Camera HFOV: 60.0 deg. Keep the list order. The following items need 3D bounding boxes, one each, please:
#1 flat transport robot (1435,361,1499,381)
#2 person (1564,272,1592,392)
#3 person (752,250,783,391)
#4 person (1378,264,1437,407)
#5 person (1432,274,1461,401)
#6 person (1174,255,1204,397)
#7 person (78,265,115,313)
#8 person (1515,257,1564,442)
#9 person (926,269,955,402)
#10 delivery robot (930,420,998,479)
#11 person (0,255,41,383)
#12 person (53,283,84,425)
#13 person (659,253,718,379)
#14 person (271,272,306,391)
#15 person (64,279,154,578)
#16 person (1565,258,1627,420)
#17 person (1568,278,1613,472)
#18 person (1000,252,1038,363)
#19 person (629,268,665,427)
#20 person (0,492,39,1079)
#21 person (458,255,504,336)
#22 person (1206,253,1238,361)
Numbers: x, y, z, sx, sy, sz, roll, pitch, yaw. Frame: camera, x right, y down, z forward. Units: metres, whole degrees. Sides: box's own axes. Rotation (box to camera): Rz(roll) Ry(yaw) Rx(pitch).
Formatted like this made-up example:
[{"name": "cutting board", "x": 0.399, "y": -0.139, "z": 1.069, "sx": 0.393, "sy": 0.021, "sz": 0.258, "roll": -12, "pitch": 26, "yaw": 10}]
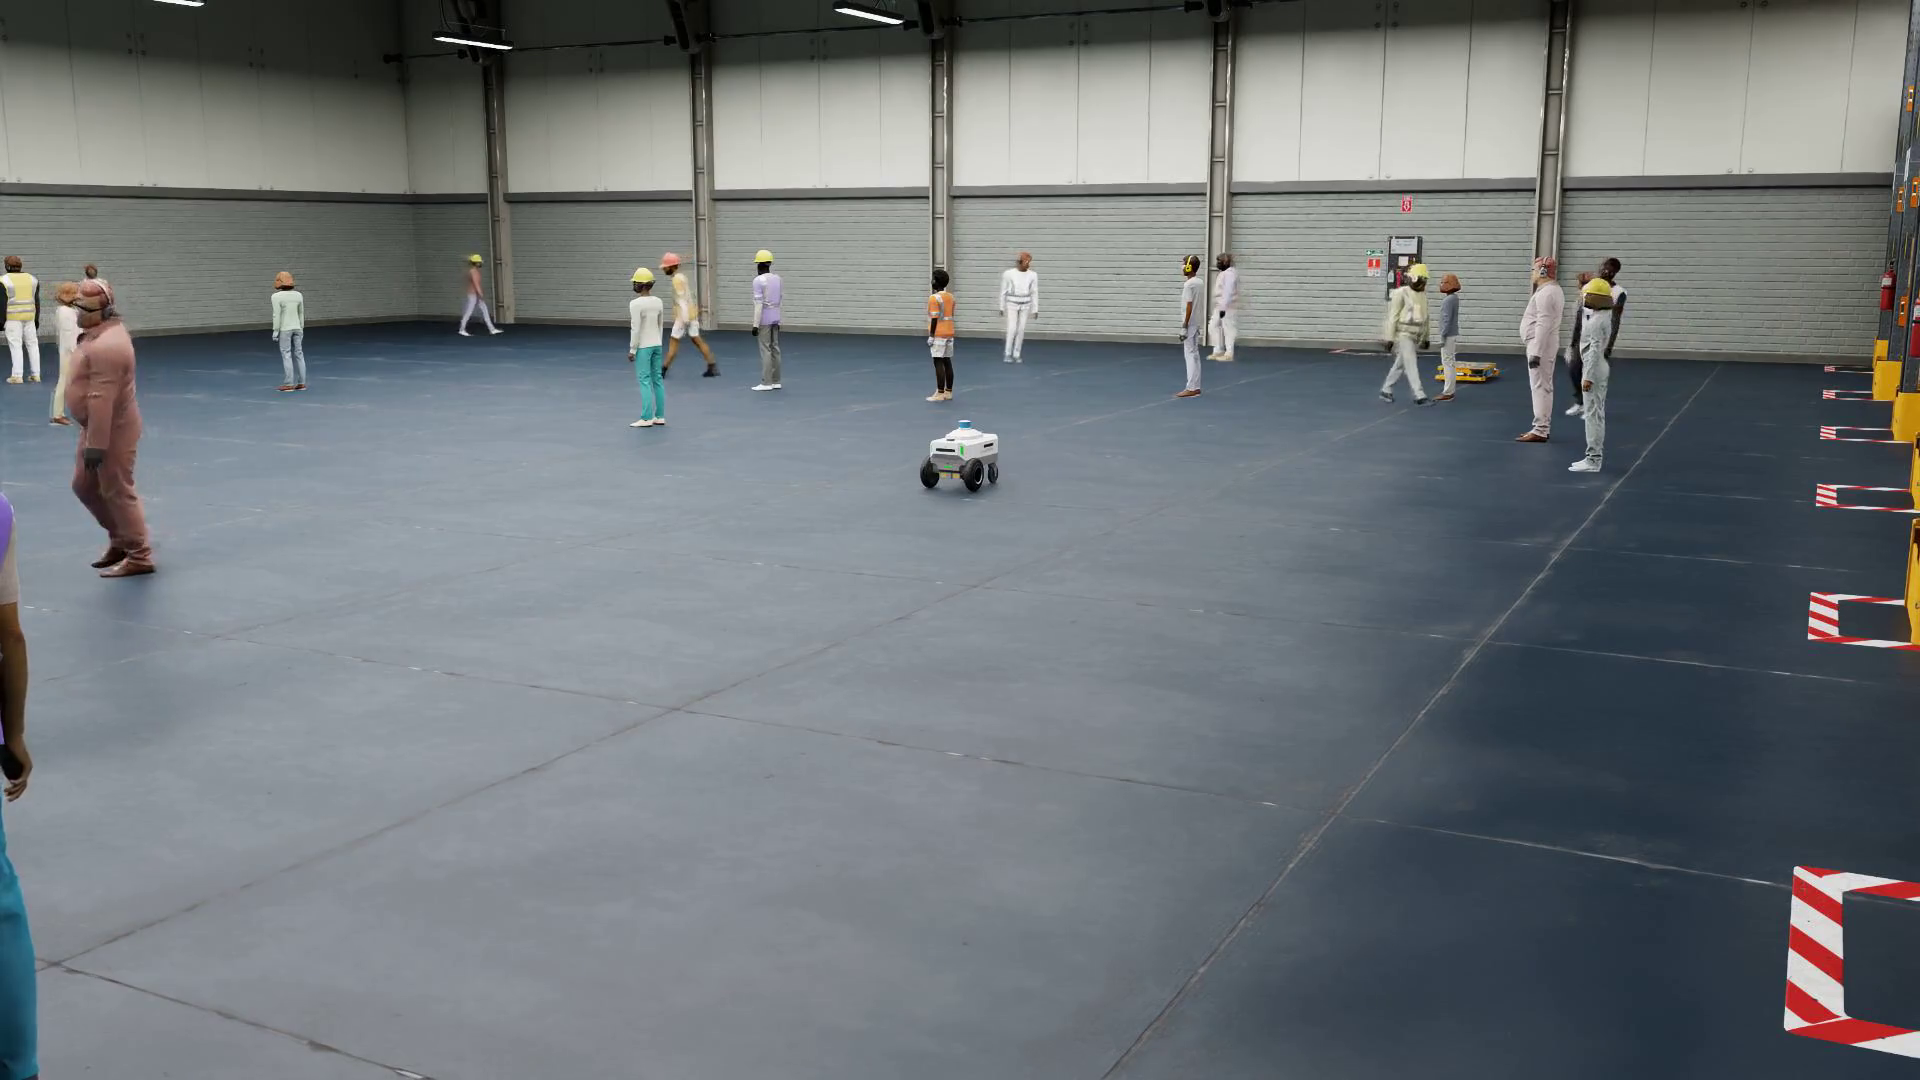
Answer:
[{"name": "flat transport robot", "x": 7.513, "y": -2.500, "z": 24.596, "sx": 0.652, "sy": 0.197, "sz": 1.431, "roll": 5, "pitch": 12, "yaw": 27}, {"name": "person", "x": 8.411, "y": -2.798, "z": 22.506, "sx": 0.369, "sy": 1.624, "sz": 0.528, "roll": 7, "pitch": 13, "yaw": 34}, {"name": "person", "x": -2.670, "y": -3.017, "z": 22.893, "sx": 0.366, "sy": 1.926, "sz": 0.593, "roll": 5, "pitch": 12, "yaw": 27}, {"name": "person", "x": 5.662, "y": -2.582, "z": 20.951, "sx": 0.608, "sy": 1.777, "sz": 0.957, "roll": -8, "pitch": 13, "yaw": -36}, {"name": "person", "x": 6.305, "y": -2.618, "z": 21.519, "sx": 0.279, "sy": 1.633, "sz": 0.506, "roll": 5, "pitch": 12, "yaw": 27}, {"name": "person", "x": 3.036, "y": -2.816, "z": 21.982, "sx": 0.322, "sy": 1.861, "sz": 0.531, "roll": 5, "pitch": 12, "yaw": 27}, {"name": "person", "x": -15.648, "y": -4.179, "z": 30.137, "sx": 0.525, "sy": 1.592, "sz": 0.859, "roll": -8, "pitch": 13, "yaw": -36}, {"name": "person", "x": 5.996, "y": -1.965, "z": 17.213, "sx": 0.409, "sy": 1.907, "sz": 0.650, "roll": 5, "pitch": 12, "yaw": 27}, {"name": "person", "x": -0.252, "y": -2.611, "z": 21.298, "sx": 0.316, "sy": 1.700, "sz": 0.540, "roll": 5, "pitch": 12, "yaw": 27}, {"name": "delivery robot", "x": 0.040, "y": -0.773, "z": 14.149, "sx": 0.477, "sy": 0.478, "sz": 0.707, "roll": 5, "pitch": 12, "yaw": 27}, {"name": "person", "x": -13.649, "y": -3.196, "z": 24.107, "sx": 0.429, "sy": 1.843, "sz": 0.632, "roll": 5, "pitch": 12, "yaw": 27}, {"name": "person", "x": -9.873, "y": -2.089, "z": 18.737, "sx": 0.825, "sy": 1.596, "sz": 0.523, "roll": -2, "pitch": 11, "yaw": -9}, {"name": "person", "x": -4.144, "y": -3.329, "z": 24.814, "sx": 1.066, "sy": 1.862, "sz": 0.616, "roll": -1, "pitch": 10, "yaw": -3}, {"name": "person", "x": -9.221, "y": -2.860, "z": 22.837, "sx": 0.279, "sy": 1.633, "sz": 0.506, "roll": 5, "pitch": 12, "yaw": 27}, {"name": "person", "x": -5.272, "y": -0.670, "z": 10.271, "sx": 0.433, "sy": 1.870, "sz": 0.746, "roll": -7, "pitch": 13, "yaw": -34}, {"name": "person", "x": 7.348, "y": -2.307, "z": 19.188, "sx": 0.395, "sy": 1.865, "sz": 0.707, "roll": -6, "pitch": 12, "yaw": -30}, {"name": "person", "x": 5.726, "y": -1.491, "z": 15.066, "sx": 0.285, "sy": 1.746, "sz": 0.492, "roll": 5, "pitch": 12, "yaw": 27}, {"name": "person", "x": 0.987, "y": -3.853, "z": 27.653, "sx": 0.596, "sy": 1.848, "sz": 0.518, "roll": -3, "pitch": 11, "yaw": -15}, {"name": "person", "x": -3.503, "y": -2.141, "z": 18.549, "sx": 0.300, "sy": 1.772, "sz": 0.532, "roll": 5, "pitch": 12, "yaw": 27}, {"name": "person", "x": -2.434, "y": 0.509, "z": 3.876, "sx": 0.384, "sy": 1.849, "sz": 0.570, "roll": 5, "pitch": 12, "yaw": 27}, {"name": "person", "x": -10.260, "y": -5.193, "z": 35.344, "sx": 0.923, "sy": 1.718, "sz": 0.527, "roll": -1, "pitch": 10, "yaw": -3}, {"name": "person", "x": 4.392, "y": -3.925, "z": 28.119, "sx": 0.596, "sy": 1.823, "sz": 0.661, "roll": -1, "pitch": 10, "yaw": -3}]
